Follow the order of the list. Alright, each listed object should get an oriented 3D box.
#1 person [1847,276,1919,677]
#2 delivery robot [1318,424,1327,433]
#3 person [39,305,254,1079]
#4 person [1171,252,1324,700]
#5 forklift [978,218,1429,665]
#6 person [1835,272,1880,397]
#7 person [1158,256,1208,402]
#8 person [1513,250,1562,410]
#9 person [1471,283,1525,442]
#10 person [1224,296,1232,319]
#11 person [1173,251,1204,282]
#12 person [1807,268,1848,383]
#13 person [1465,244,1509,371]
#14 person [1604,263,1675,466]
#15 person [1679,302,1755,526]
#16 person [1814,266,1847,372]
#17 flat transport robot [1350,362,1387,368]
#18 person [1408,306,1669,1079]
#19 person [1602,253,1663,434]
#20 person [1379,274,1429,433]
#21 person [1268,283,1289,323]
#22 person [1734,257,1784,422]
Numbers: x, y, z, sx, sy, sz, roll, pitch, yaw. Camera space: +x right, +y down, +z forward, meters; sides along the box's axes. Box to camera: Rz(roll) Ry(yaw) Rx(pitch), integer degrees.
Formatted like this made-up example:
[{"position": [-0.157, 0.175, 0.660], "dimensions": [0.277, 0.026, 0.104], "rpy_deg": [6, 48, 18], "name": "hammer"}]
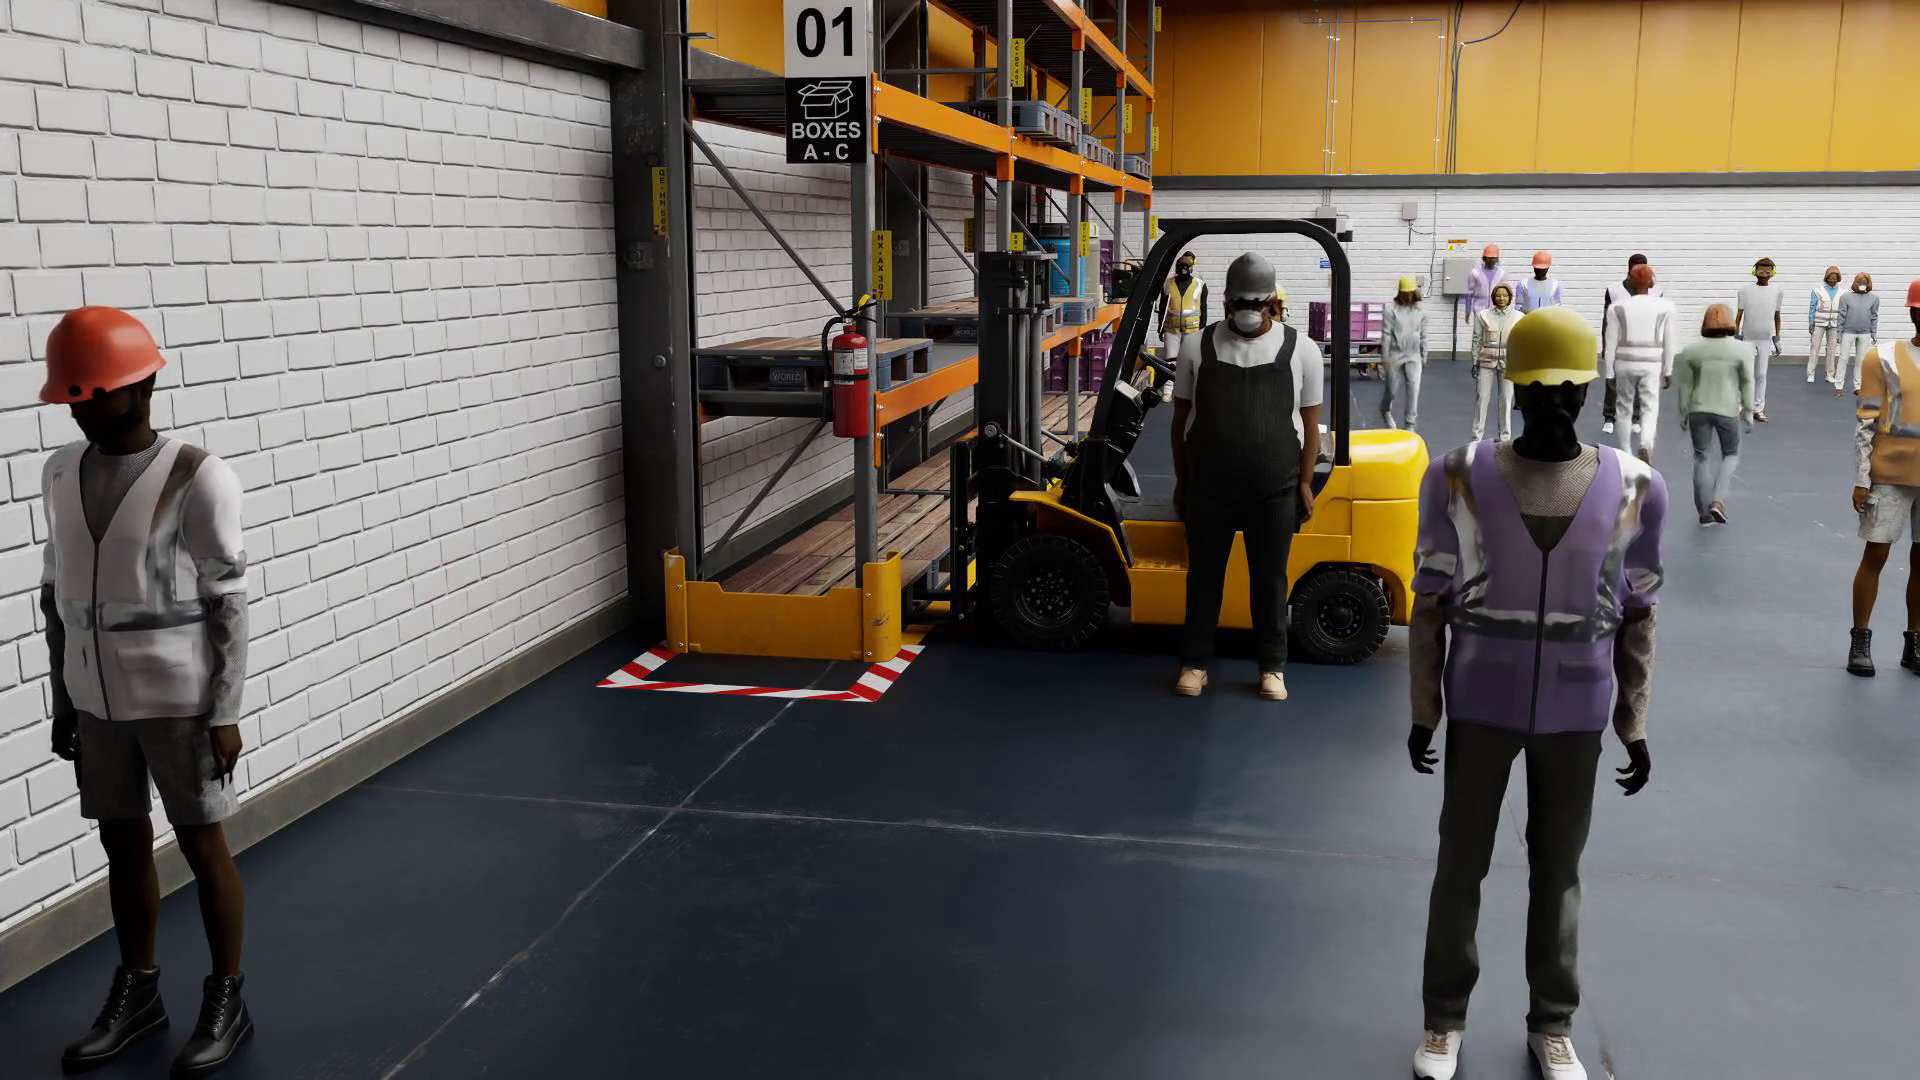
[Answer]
[{"position": [4.530, -0.303, 7.889], "dimensions": [0.543, 1.939, 0.360], "rpy_deg": [2, 11, 11], "name": "person"}, {"position": [2.914, -0.908, 14.741], "dimensions": [0.707, 0.478, 0.477], "rpy_deg": [-8, 13, -36], "name": "delivery robot"}, {"position": [-2.030, 0.390, 4.120], "dimensions": [0.543, 1.928, 0.372], "rpy_deg": [2, 11, 11], "name": "person"}, {"position": [1.280, -0.284, 7.505], "dimensions": [0.676, 2.000, 0.536], "rpy_deg": [2, 11, 11], "name": "person"}, {"position": [1.285, -0.567, 8.635], "dimensions": [2.313, 2.155, 1.214], "rpy_deg": [2, 11, 11], "name": "forklift"}, {"position": [11.751, -2.688, 21.801], "dimensions": [0.498, 1.633, 0.283], "rpy_deg": [2, 11, 11], "name": "person"}, {"position": [2.808, -2.653, 21.036], "dimensions": [0.621, 1.845, 0.429], "rpy_deg": [2, 11, 11], "name": "person"}, {"position": [6.971, -2.525, 20.097], "dimensions": [0.543, 1.928, 0.372], "rpy_deg": [2, 11, 11], "name": "person"}, {"position": [5.290, -1.702, 16.373], "dimensions": [0.514, 1.641, 0.309], "rpy_deg": [2, 11, 11], "name": "person"}, {"position": [4.050, -3.106, 23.915], "dimensions": [0.533, 1.697, 0.319], "rpy_deg": [2, 11, 11], "name": "person"}, {"position": [3.531, -3.540, 25.821], "dimensions": [0.517, 1.873, 0.328], "rpy_deg": [2, 11, 11], "name": "person"}, {"position": [12.467, -3.077, 23.914], "dimensions": [0.514, 1.640, 0.309], "rpy_deg": [2, 11, 11], "name": "person"}, {"position": [8.076, -3.535, 25.503], "dimensions": [0.608, 1.990, 1.052], "rpy_deg": [1, 10, 5], "name": "person"}, {"position": [5.941, -1.484, 14.574], "dimensions": [0.586, 1.864, 0.759], "rpy_deg": [4, 11, 20], "name": "person"}, {"position": [5.474, -0.904, 12.038], "dimensions": [0.535, 1.614, 0.356], "rpy_deg": [7, 13, 35], "name": "person"}, {"position": [13.524, -3.438, 25.908], "dimensions": [0.498, 1.634, 0.280], "rpy_deg": [2, 11, 11], "name": "person"}, {"position": [6.505, -2.923, 26.822], "dimensions": [0.652, 0.197, 1.431], "rpy_deg": [-5, 12, -26], "name": "flat transport robot"}, {"position": [1.390, 0.400, 4.062], "dimensions": [0.585, 1.928, 0.369], "rpy_deg": [2, 11, 11], "name": "person"}, {"position": [7.153, -2.090, 17.753], "dimensions": [0.587, 1.914, 0.392], "rpy_deg": [2, 11, 11], "name": "person"}, {"position": [4.636, -1.935, 17.462], "dimensions": [0.513, 1.708, 0.698], "rpy_deg": [0, 10, 0], "name": "person"}, {"position": [1.838, -0.647, 10.061], "dimensions": [0.589, 1.834, 0.403], "rpy_deg": [2, 11, 11], "name": "person"}, {"position": [9.032, -2.261, 18.830], "dimensions": [0.517, 1.865, 0.328], "rpy_deg": [2, 11, 11], "name": "person"}]
